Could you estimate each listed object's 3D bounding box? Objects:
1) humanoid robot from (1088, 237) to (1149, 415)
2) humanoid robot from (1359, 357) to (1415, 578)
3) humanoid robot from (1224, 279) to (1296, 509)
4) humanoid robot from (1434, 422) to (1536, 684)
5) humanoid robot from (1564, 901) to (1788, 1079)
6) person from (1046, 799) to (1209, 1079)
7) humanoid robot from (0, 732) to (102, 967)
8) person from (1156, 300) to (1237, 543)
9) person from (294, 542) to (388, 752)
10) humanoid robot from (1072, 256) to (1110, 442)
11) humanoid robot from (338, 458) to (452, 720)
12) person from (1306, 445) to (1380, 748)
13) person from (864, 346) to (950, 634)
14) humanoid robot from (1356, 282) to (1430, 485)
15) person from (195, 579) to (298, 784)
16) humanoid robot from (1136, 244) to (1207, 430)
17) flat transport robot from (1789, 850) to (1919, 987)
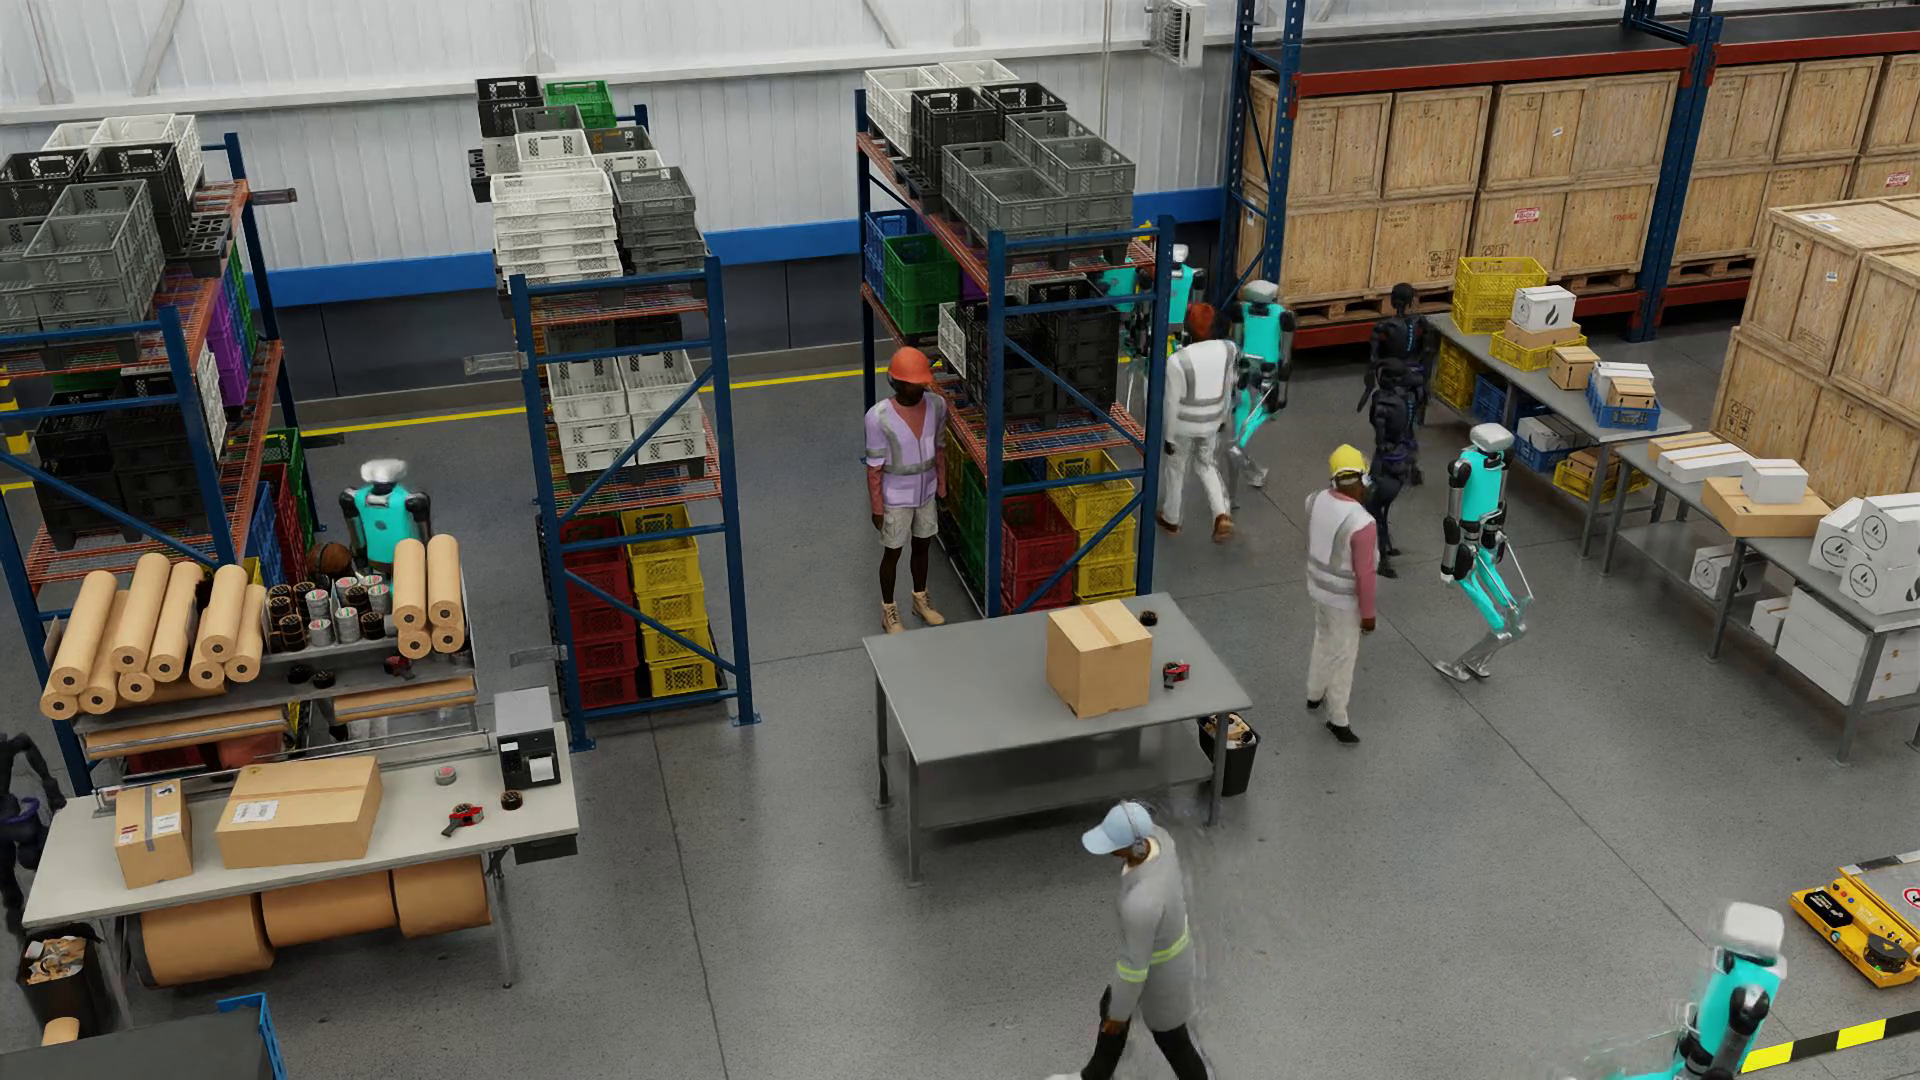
[{"bbox_3d":[1.348,-1.796,13.765,0.533,1.677,0.735,10,30,17],"label":"humanoid robot"},{"bbox_3d":[2.981,-0.491,11.601,0.345,1.643,0.599,15,32,26],"label":"humanoid robot"},{"bbox_3d":[2.129,-1.039,12.554,0.579,1.749,1.006,19,34,31],"label":"humanoid robot"},{"bbox_3d":[3.315,0.143,10.278,0.532,1.711,0.693,-20,34,-31],"label":"humanoid robot"},{"bbox_3d":[2.695,2.134,6.788,0.967,1.771,0.539,12,31,21],"label":"humanoid robot"},{"bbox_3d":[0.782,1.849,7.200,0.907,1.802,0.610,3,29,6],"label":"person"},{"bbox_3d":[-4.626,1.434,8.107,0.585,1.648,0.360,-5,29,-9],"label":"humanoid robot"},{"bbox_3d":[1.724,-0.814,11.987,0.600,1.865,0.670,-11,31,-19],"label":"person"},{"bbox_3d":[-3.265,0.829,9.020,0.429,1.844,0.625,3,29,6],"label":"person"},{"bbox_3d":[1.054,-1.511,13.446,0.325,1.653,0.588,21,35,33],"label":"humanoid robot"},{"bbox_3d":[-3.345,0.237,10.228,0.539,1.813,0.731,3,29,5],"label":"humanoid robot"},{"bbox_3d":[2.312,0.340,9.984,0.404,1.782,0.793,-7,30,-13],"label":"person"},{"bbox_3d":[-0.324,-0.303,10.870,0.606,2.048,0.366,-19,34,-31],"label":"person"},{"bbox_3d":[3.383,-1.175,12.852,0.609,1.639,0.407,-11,31,-19],"label":"humanoid robot"},{"bbox_3d":[-3.621,1.051,8.488,0.361,1.963,0.612,7,30,12],"label":"person"},{"bbox_3d":[1.684,-1.630,13.611,0.531,1.779,0.727,1,29,1],"label":"humanoid robot"},{"bbox_3d":[5.163,1.916,8.676,1.431,0.231,0.659,-8,30,-14],"label":"flat transport robot"}]
